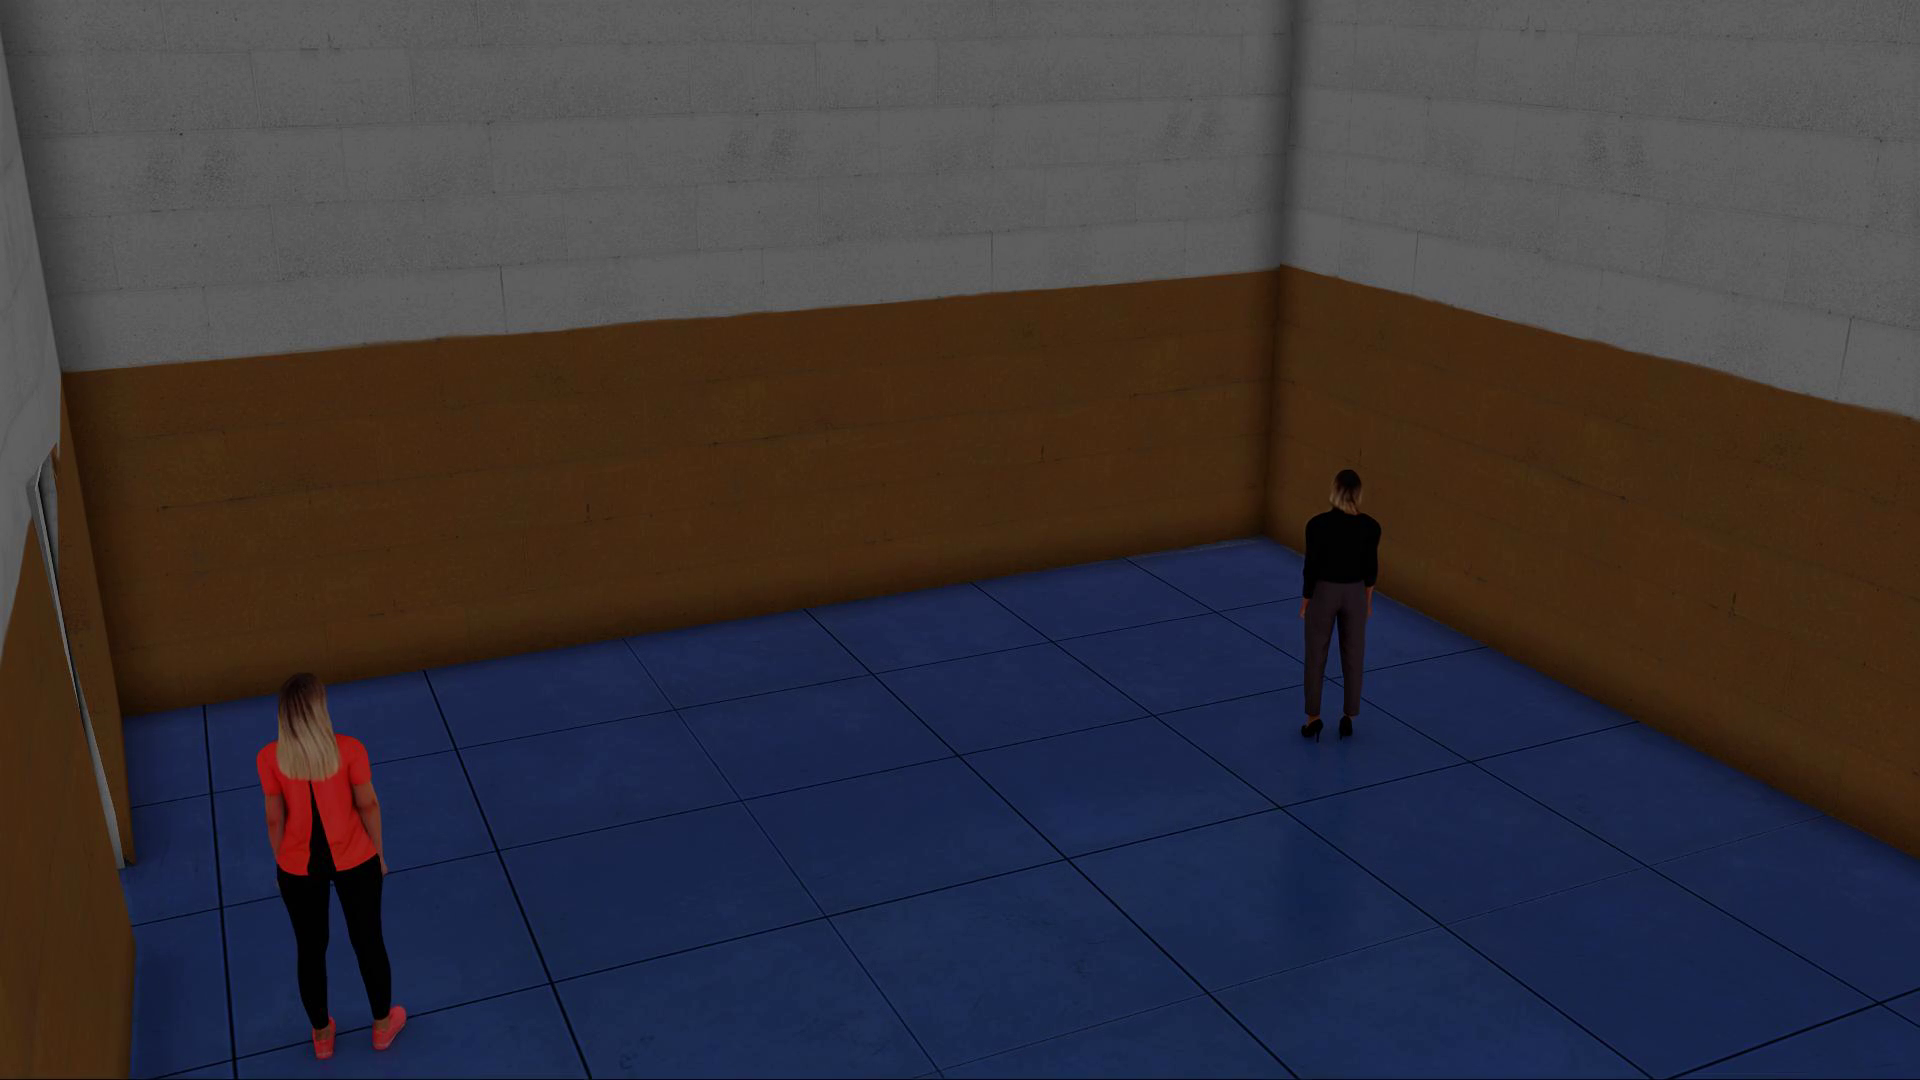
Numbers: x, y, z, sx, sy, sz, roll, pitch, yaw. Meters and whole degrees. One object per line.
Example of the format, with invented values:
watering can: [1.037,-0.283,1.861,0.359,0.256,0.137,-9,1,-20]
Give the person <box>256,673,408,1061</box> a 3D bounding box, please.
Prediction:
person: [-2.616,1.345,6.881,0.542,1.694,0.701,-4,19,-11]

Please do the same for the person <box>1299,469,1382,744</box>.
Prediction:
person: [2.210,0.391,9.745,0.593,1.672,0.726,-1,19,-2]
